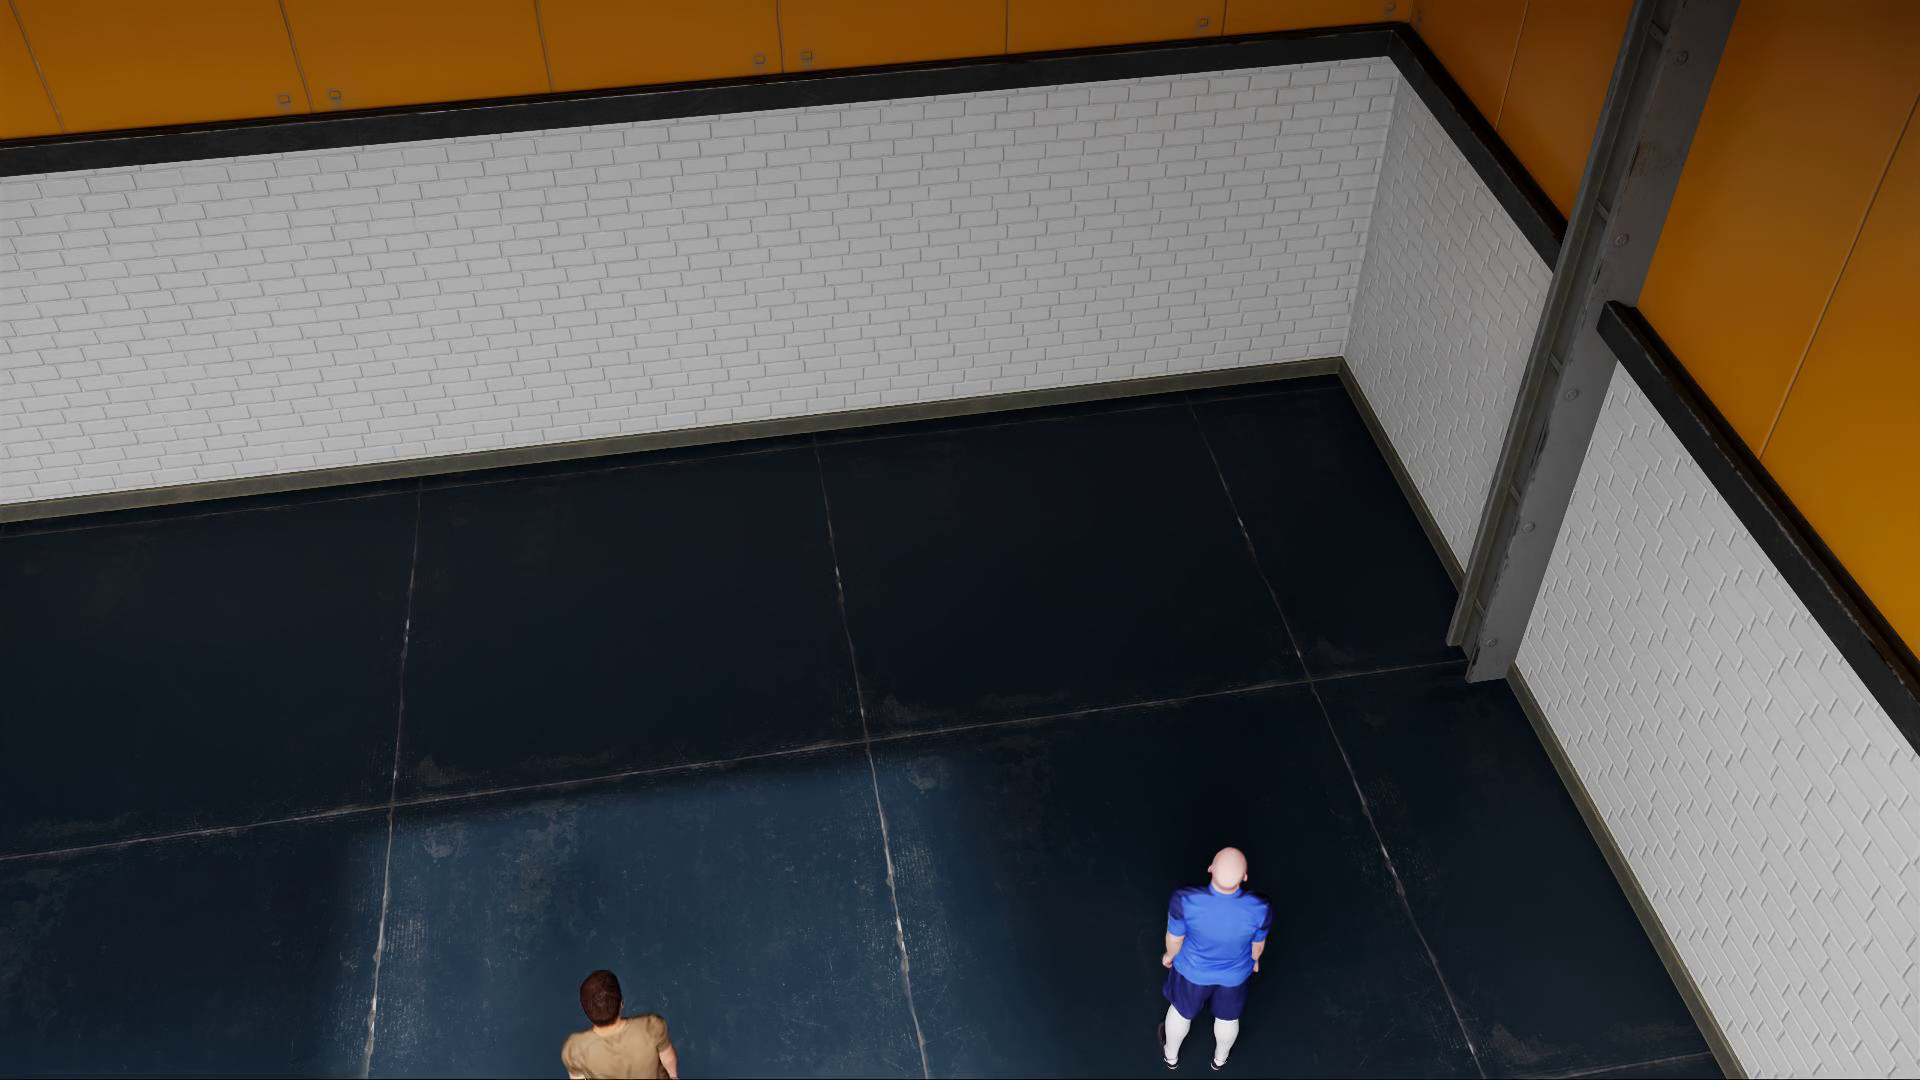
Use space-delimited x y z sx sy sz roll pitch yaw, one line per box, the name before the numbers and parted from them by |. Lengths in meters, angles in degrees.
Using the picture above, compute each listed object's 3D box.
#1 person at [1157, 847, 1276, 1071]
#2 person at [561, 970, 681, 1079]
person | 1.294 2.165 8.542 0.728 1.842 0.668 4 44 4
person | -1.578 2.676 8.002 0.697 1.848 0.622 -13 45 -14
